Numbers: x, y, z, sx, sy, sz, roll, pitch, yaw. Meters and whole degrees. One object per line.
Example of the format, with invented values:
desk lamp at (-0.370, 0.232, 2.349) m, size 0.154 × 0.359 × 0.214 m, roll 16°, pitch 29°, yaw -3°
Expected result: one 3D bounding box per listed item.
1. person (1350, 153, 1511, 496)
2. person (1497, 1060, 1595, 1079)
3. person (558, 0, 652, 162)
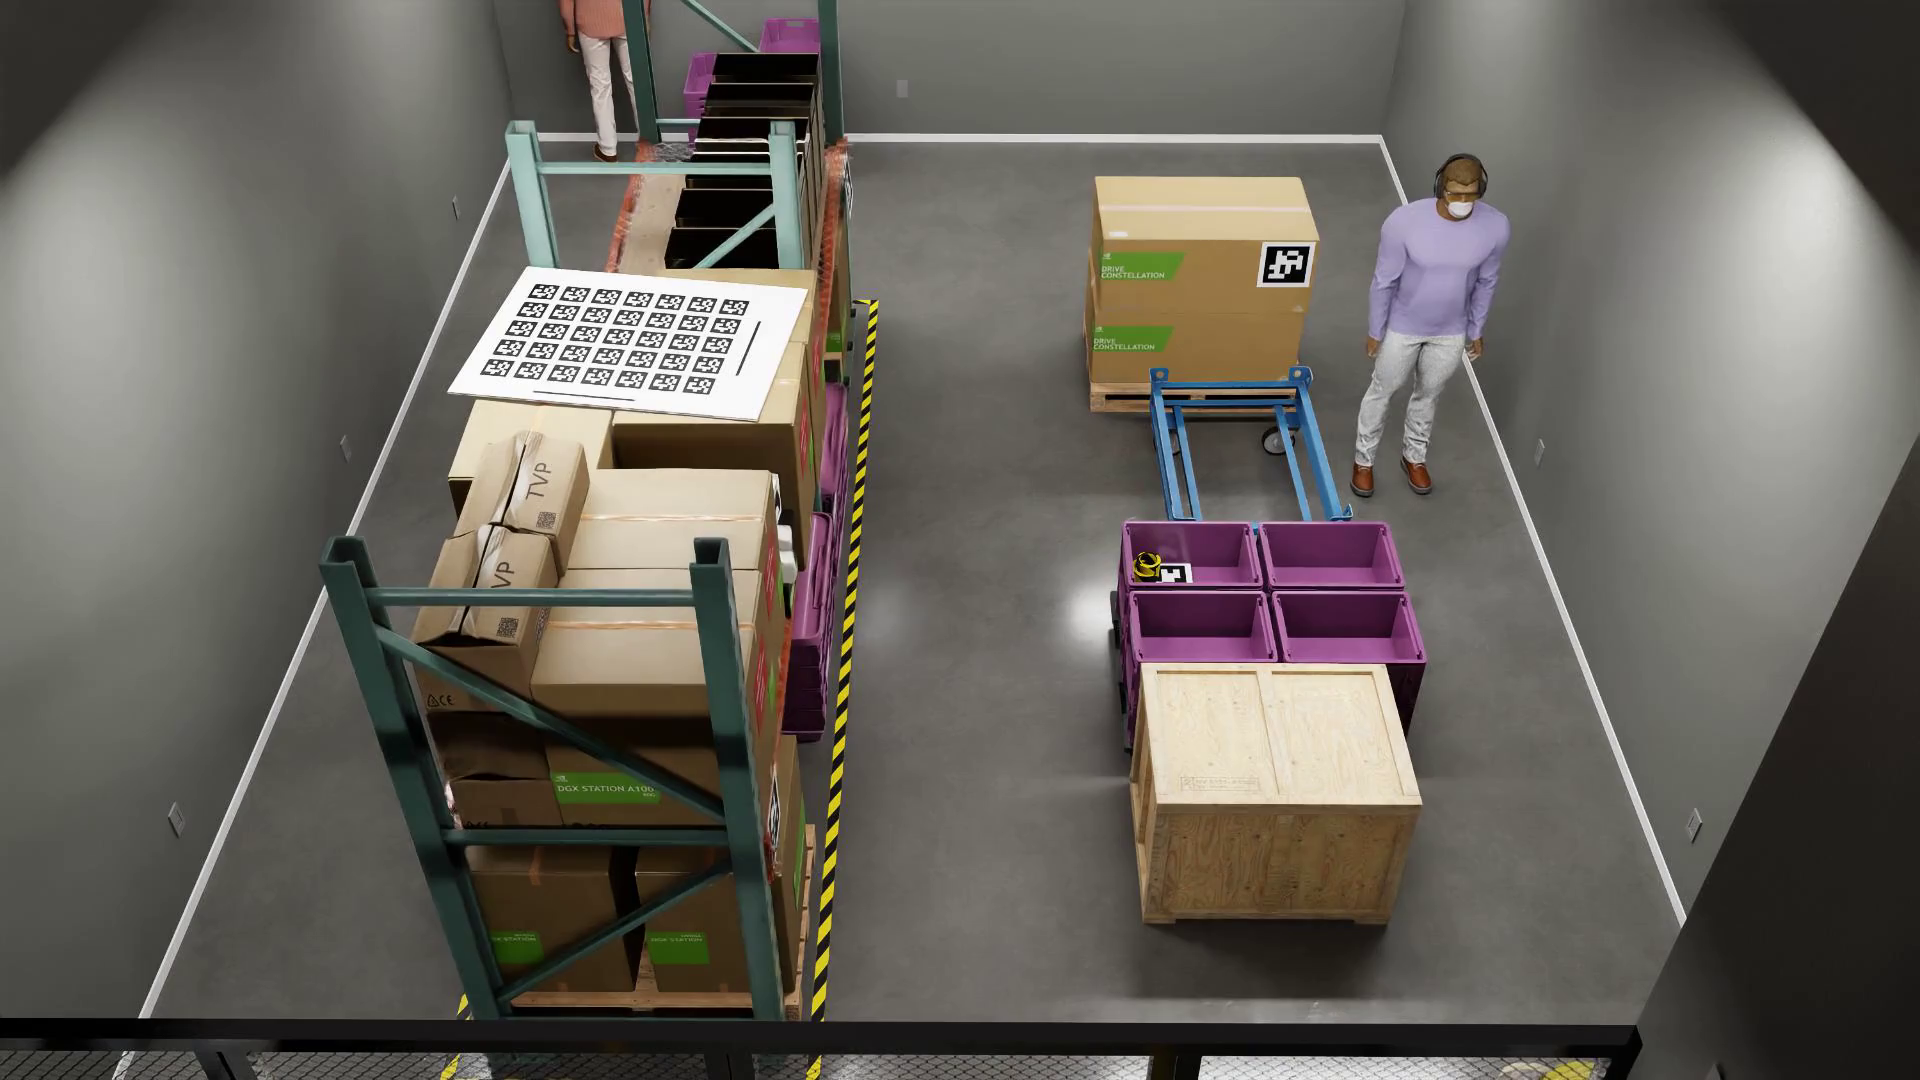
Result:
person at (2.334, -1.061, 8.323) m, size 0.627 × 1.940 × 0.375 m, roll 0°, pitch 41°, yaw 0°
person at (1.609, 2.060, 4.843) m, size 0.404 × 1.834 × 0.591 m, roll 6°, pitch 42°, yaw 7°
person at (-2.331, -3.421, 10.973) m, size 0.609 × 1.995 × 0.375 m, roll -16°, pitch 44°, yaw -18°
